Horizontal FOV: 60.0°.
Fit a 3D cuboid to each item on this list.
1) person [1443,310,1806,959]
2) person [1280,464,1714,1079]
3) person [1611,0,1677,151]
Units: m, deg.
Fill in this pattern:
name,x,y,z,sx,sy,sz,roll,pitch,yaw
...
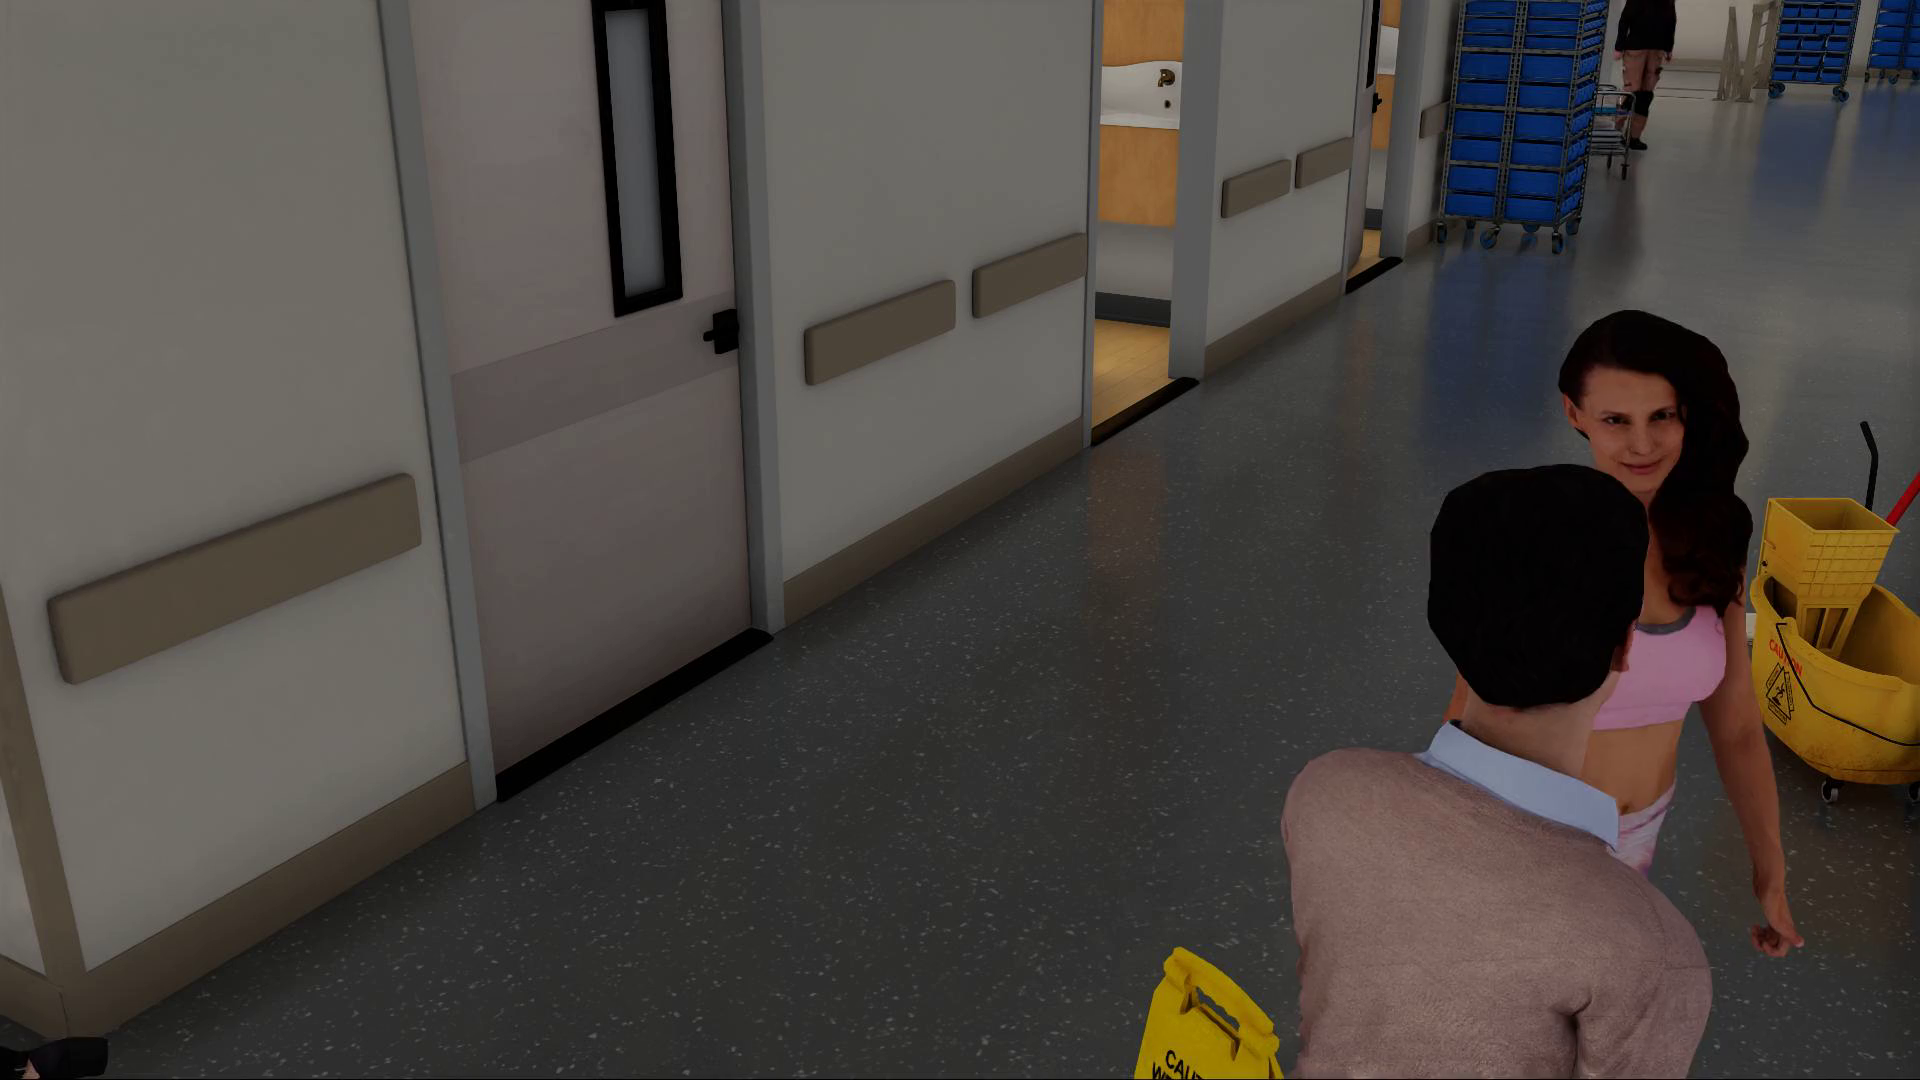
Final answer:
name,x,y,z,sx,sy,sz,roll,pitch,yaw
person,0.916,0.486,2.676,1.022,1.734,1.041,-10,23,-24
person,0.422,0.821,1.724,0.998,1.781,0.787,-18,27,-39
person,6.750,-4.861,16.543,0.857,1.911,0.911,-6,21,-14
